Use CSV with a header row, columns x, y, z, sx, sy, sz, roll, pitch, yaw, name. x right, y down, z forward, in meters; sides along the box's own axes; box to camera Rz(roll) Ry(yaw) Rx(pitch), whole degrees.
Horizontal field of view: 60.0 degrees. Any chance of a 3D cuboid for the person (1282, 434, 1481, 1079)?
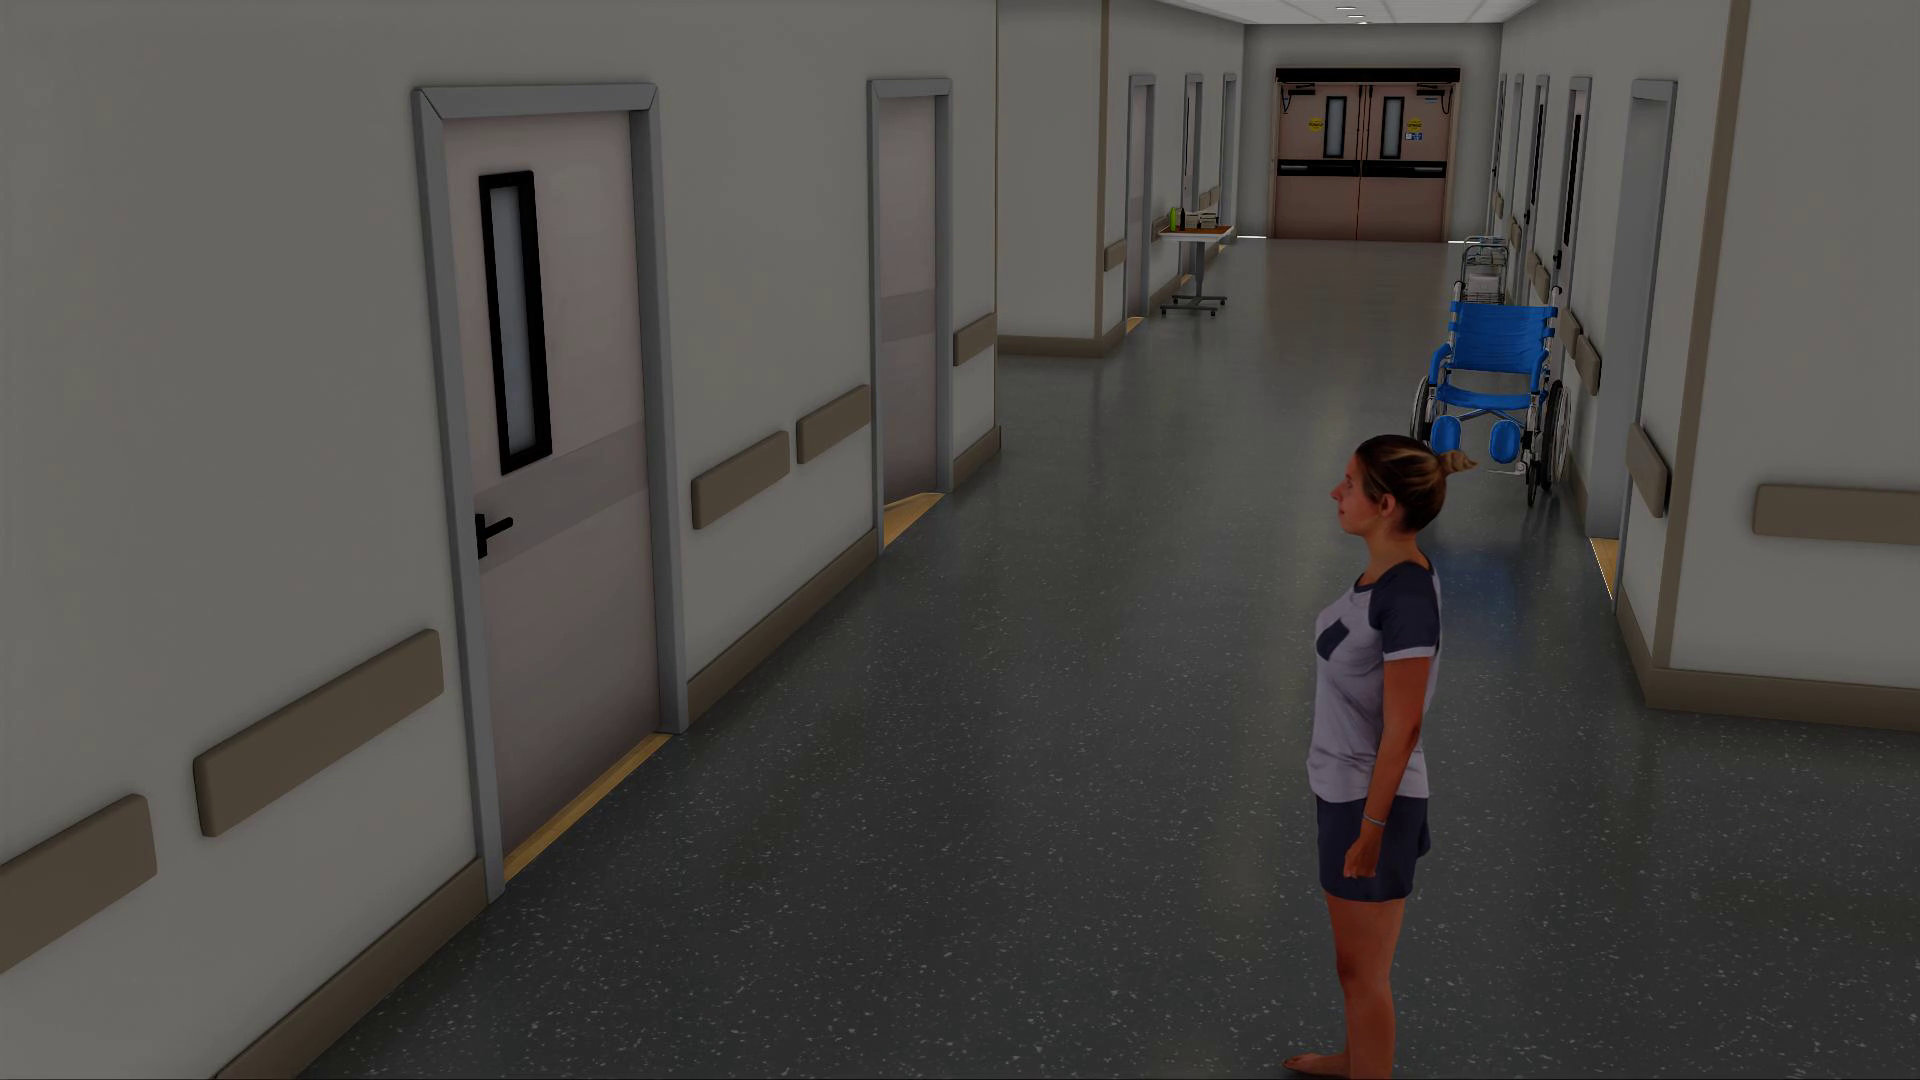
x,y,z,sx,sy,sz,roll,pitch,yaw,name
0.902,0.562,3.643,0.645,1.625,0.479,3,16,12,person
